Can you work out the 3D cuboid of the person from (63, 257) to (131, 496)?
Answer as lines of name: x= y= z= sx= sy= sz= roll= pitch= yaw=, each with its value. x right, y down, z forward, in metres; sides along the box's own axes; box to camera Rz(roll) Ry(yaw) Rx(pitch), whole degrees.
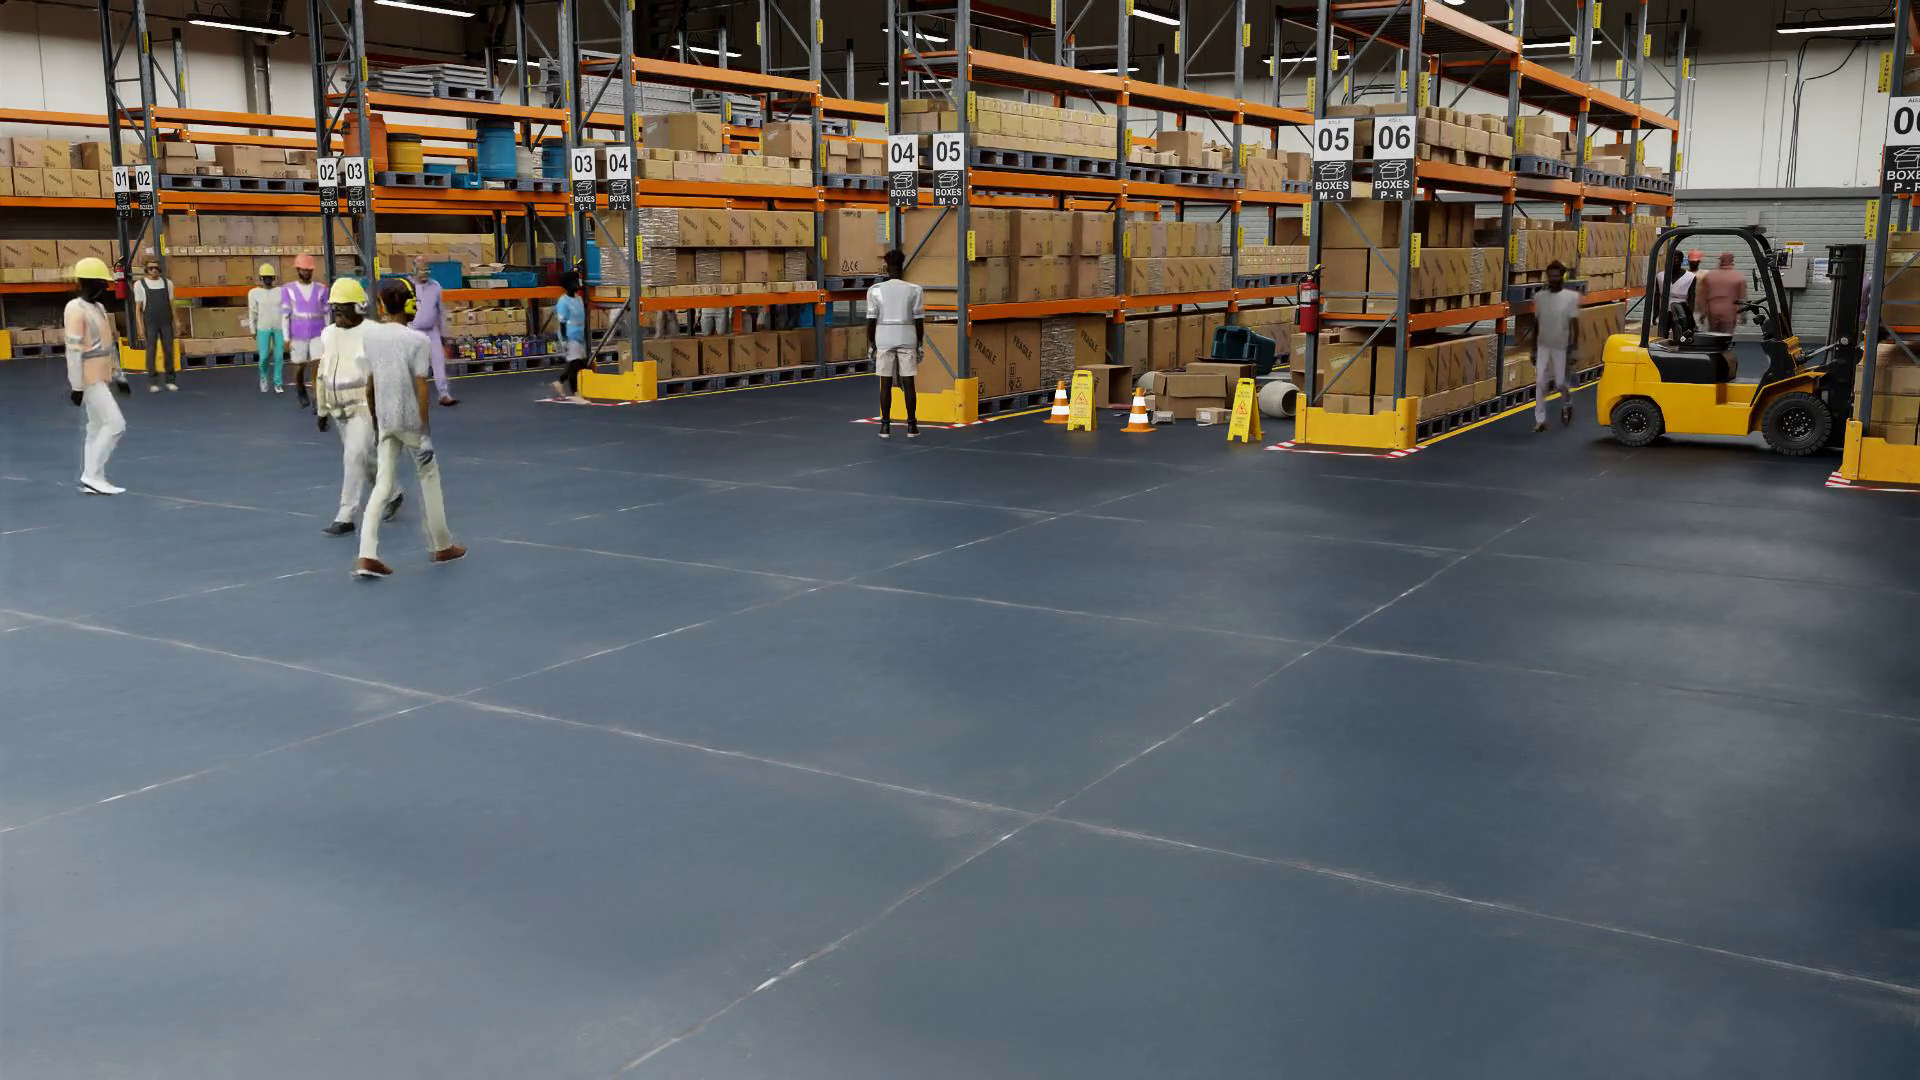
person: x=-6.909 y=-1.299 z=13.332 sx=0.438 sy=1.906 sz=0.589 roll=-3 pitch=10 yaw=-15

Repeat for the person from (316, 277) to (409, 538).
person: x=-4.238 y=-0.957 z=11.750 sx=0.604 sy=1.796 sz=0.902 roll=4 pitch=11 yaw=23

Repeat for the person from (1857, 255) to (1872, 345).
person: x=12.795 y=-3.179 z=23.843 sx=0.585 sy=1.920 sz=0.392 roll=6 pitch=12 yaw=31

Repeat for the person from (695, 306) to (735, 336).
person: x=-3.696 y=-3.417 z=25.150 sx=0.625 sy=1.934 sz=0.364 roll=1 pitch=10 yaw=3

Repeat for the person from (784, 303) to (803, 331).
person: x=-3.063 y=-4.286 z=29.822 sx=0.621 sy=1.993 sz=0.394 roll=5 pitch=11 yaw=28

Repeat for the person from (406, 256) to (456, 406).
person: x=-6.631 y=-2.578 z=20.616 sx=0.666 sy=1.870 sz=0.612 roll=-10 pitch=14 yaw=-43

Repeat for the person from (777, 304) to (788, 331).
person: x=-3.095 y=-3.801 z=28.117 sx=0.497 sy=1.633 sz=0.278 roll=9 pitch=14 yaw=41

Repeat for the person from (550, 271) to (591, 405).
person: x=-4.901 y=-2.526 z=20.833 sx=0.489 sy=1.681 sz=0.545 roll=2 pitch=10 yaw=12

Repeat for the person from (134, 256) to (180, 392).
person: x=-10.944 y=-2.935 z=22.677 sx=0.516 sy=1.843 sz=0.330 roll=-10 pitch=14 yaw=-44

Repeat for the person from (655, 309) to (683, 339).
person: x=-5.598 y=-4.507 z=32.113 sx=0.527 sy=1.599 sz=0.822 roll=9 pitch=13 yaw=41

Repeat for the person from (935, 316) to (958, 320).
person: x=-0.107 y=-3.012 z=22.592 sx=0.606 sy=2.035 sz=0.403 roll=7 pitch=12 yaw=34

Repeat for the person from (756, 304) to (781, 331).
person: x=-3.080 y=-3.907 z=27.721 sx=0.870 sy=2.001 sz=0.655 roll=-6 pitch=12 yaw=-29

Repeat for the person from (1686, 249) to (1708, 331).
person: x=12.189 y=-3.874 z=27.743 sx=0.542 sy=1.909 sz=0.737 roll=6 pitch=12 yaw=31

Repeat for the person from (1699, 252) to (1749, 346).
person: x=11.918 y=-3.527 z=25.876 sx=0.684 sy=1.875 sz=0.768 roll=8 pitch=13 yaw=39

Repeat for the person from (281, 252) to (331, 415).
person: x=-7.780 y=-2.463 z=19.819 sx=0.558 sy=1.918 sz=0.771 roll=-5 pitch=11 yaw=-26

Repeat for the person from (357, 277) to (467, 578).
person: x=-3.442 y=-0.695 z=10.214 sx=0.538 sy=1.827 sz=0.967 roll=3 pitch=11 yaw=17

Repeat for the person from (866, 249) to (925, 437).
person: x=-0.670 y=-2.045 z=17.373 sx=0.608 sy=1.958 sz=0.389 roll=0 pitch=10 yaw=0

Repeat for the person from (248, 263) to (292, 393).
person: x=-9.285 y=-2.845 z=22.448 sx=0.527 sy=1.752 sz=0.464 roll=-6 pitch=12 yaw=-31

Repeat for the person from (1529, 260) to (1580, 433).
person: x=6.424 y=-2.088 z=17.951 sx=0.518 sy=1.852 sz=0.698 roll=7 pitch=12 yaw=35

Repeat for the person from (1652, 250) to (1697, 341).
person: x=10.811 y=-3.425 z=25.213 sx=0.587 sy=1.920 sz=0.394 roll=7 pitch=13 yaw=36

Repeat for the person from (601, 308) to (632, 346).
person: x=-6.680 y=-4.625 z=32.321 sx=0.631 sy=1.802 sz=0.979 roll=9 pitch=13 yaw=41

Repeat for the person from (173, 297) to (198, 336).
person: x=-13.880 y=-4.186 z=29.703 sx=0.633 sy=1.839 sz=0.429 roll=1 pitch=10 yaw=8
